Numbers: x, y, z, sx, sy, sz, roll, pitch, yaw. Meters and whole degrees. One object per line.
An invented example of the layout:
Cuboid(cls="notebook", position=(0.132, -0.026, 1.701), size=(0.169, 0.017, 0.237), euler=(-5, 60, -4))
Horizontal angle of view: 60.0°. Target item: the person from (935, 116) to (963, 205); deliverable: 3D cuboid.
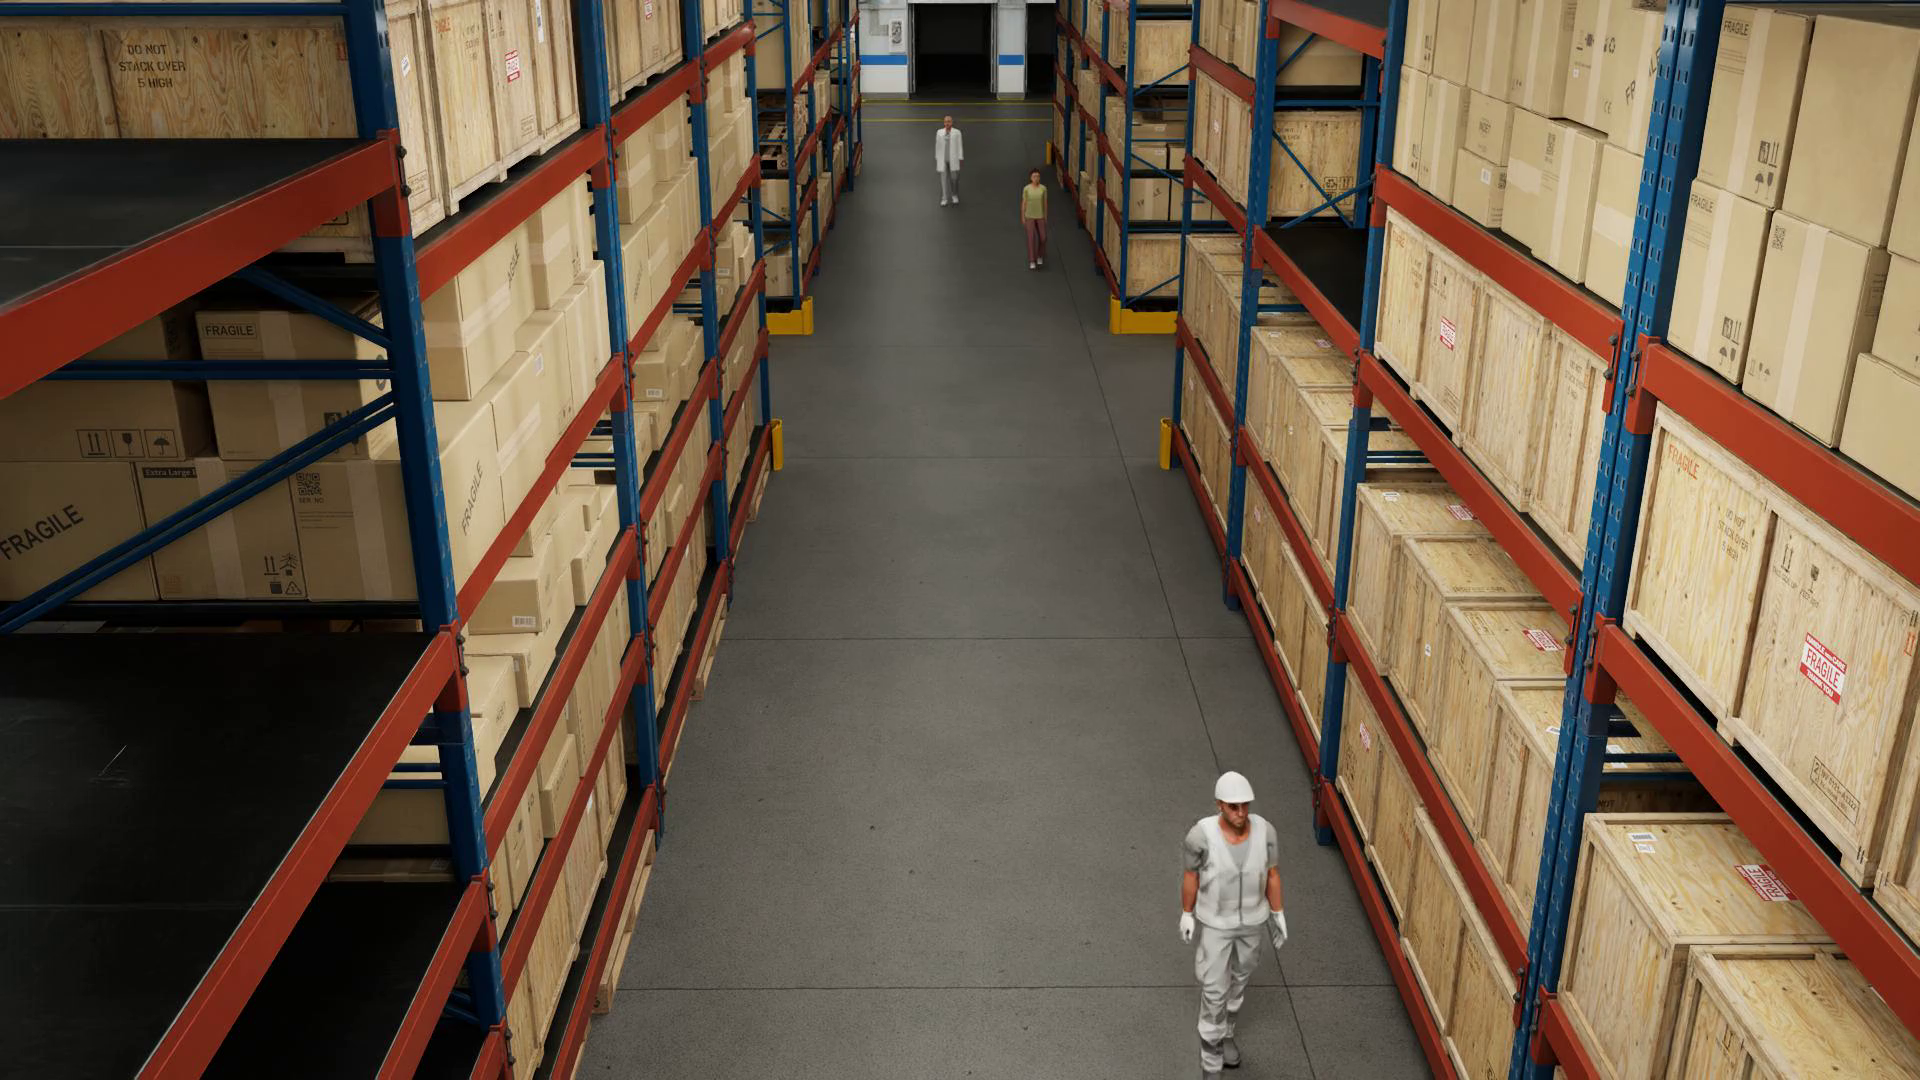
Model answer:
Cuboid(cls="person", position=(-0.233, -7.837, 34.355), size=(0.595, 1.785, 0.651), euler=(3, 22, 8))

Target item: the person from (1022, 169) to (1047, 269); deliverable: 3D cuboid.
Cuboid(cls="person", position=(1.290, -5.552, 28.701), size=(0.450, 1.668, 0.587), euler=(-2, 22, -5))

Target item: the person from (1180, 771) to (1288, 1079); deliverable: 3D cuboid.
Cuboid(cls="person", position=(1.527, 2.136, 9.027), size=(0.541, 1.789, 0.616), euler=(-5, 22, -11))
